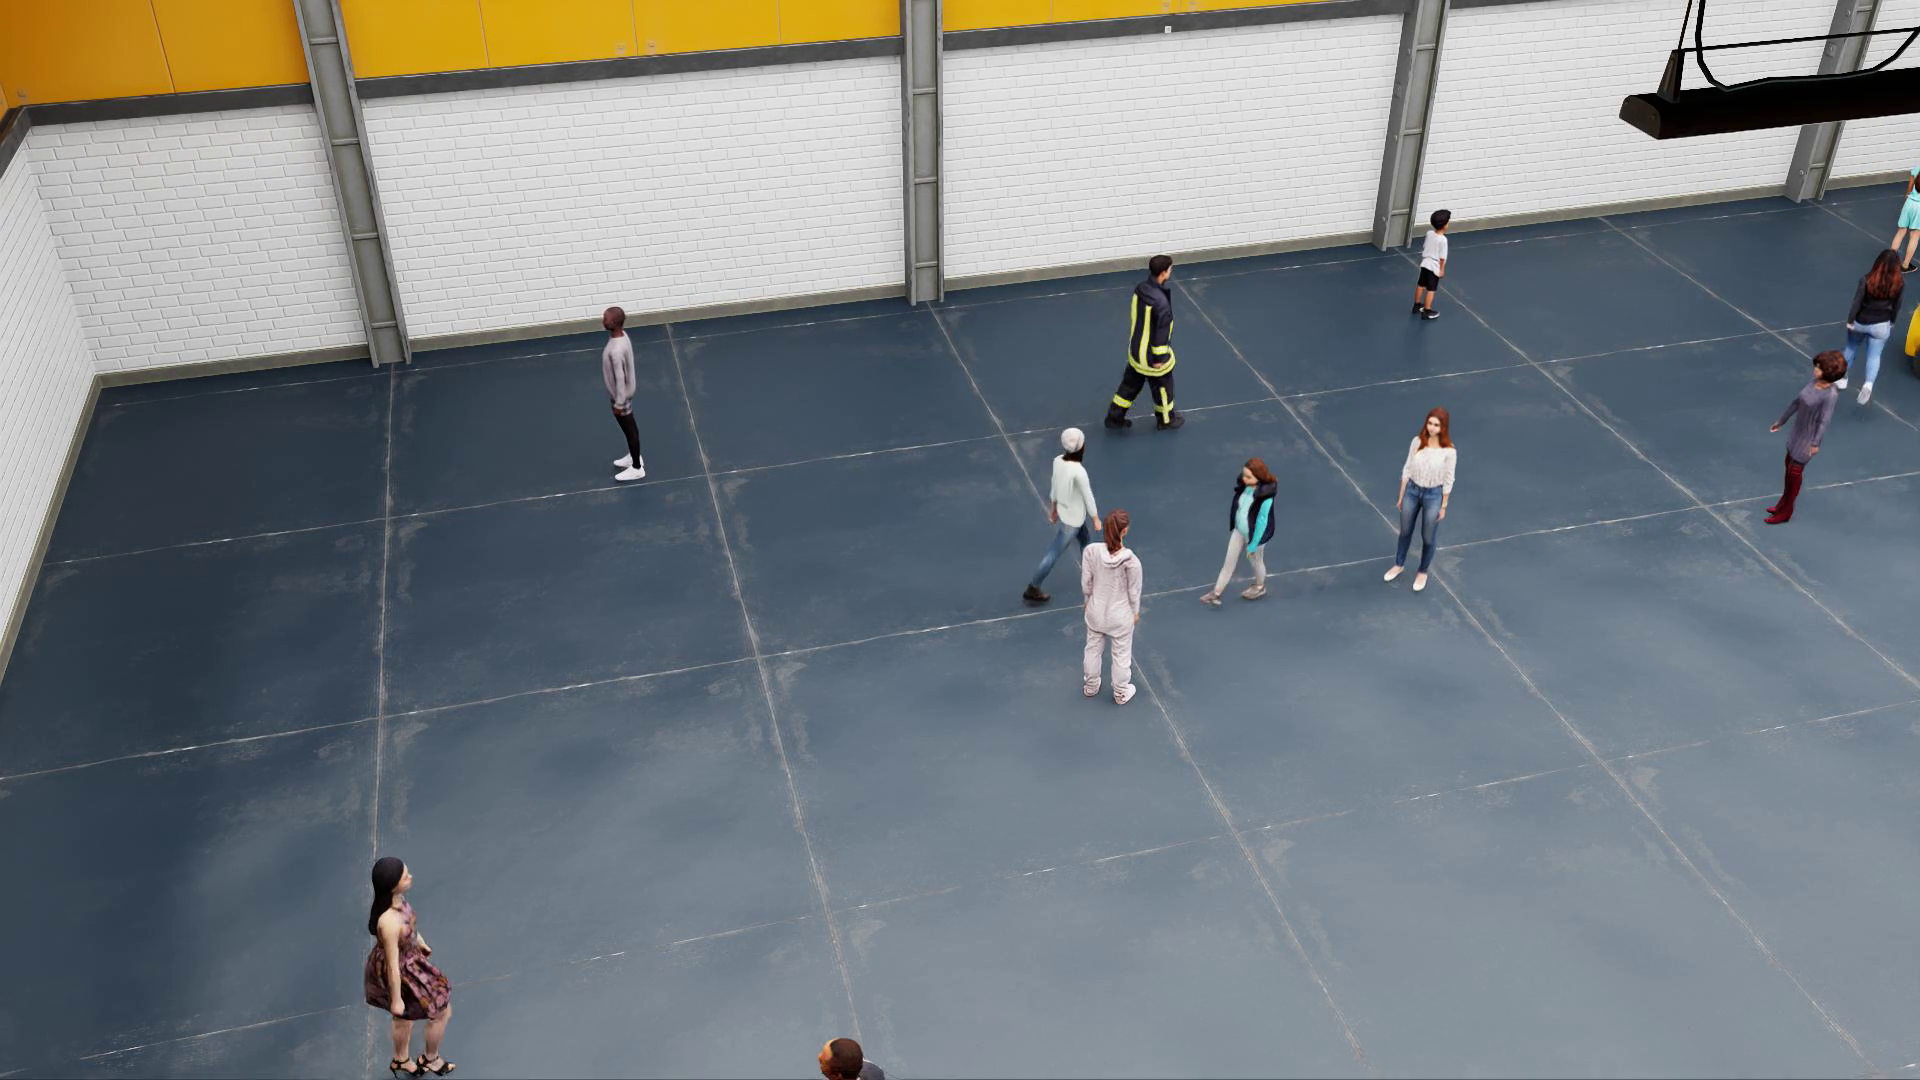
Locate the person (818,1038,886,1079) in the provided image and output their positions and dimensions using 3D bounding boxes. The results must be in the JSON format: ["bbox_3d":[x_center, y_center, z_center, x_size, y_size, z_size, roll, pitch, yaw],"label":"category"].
[{"bbox_3d":[-0.516,3.270,8.564,0.852,1.912,0.844,7,34,10],"label":"person"}]

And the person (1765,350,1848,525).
[{"bbox_3d":[7.727,-0.951,15.102,0.701,1.706,0.678,1,34,1],"label":"person"}]

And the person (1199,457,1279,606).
[{"bbox_3d":[2.514,-0.085,14.015,0.978,1.468,0.743,-17,37,-24],"label":"person"}]

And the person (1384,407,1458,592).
[{"bbox_3d":[3.968,-0.372,14.211,0.650,1.728,0.688,22,39,29],"label":"person"}]

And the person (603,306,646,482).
[{"bbox_3d":[-3.179,-1.400,15.718,0.554,1.772,0.624,-6,34,-8],"label":"person"}]

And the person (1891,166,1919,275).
[{"bbox_3d":[11.357,-3.938,19.730,0.634,1.558,0.616,-20,39,-27],"label":"person"}]

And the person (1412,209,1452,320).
[{"bbox_3d":[5.332,-3.124,18.781,0.517,1.253,0.522,-15,36,-21],"label":"person"}]

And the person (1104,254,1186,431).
[{"bbox_3d":[1.780,-1.898,16.355,1.145,1.895,0.902,-14,36,-20],"label":"person"}]

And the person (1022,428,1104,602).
[{"bbox_3d":[0.862,-0.161,14.012,1.185,1.597,0.697,-14,36,-20],"label":"person"}]

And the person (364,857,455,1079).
[{"bbox_3d":[-3.340,2.581,9.746,0.726,1.753,0.656,-11,35,-17],"label":"person"}]

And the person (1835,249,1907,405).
[{"bbox_3d":[9.328,-2.168,17.024,1.044,1.605,1.016,10,35,15],"label":"person"}]

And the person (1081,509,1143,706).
[{"bbox_3d":[1.160,0.532,12.887,0.715,1.688,0.786,16,37,22],"label":"person"}]
